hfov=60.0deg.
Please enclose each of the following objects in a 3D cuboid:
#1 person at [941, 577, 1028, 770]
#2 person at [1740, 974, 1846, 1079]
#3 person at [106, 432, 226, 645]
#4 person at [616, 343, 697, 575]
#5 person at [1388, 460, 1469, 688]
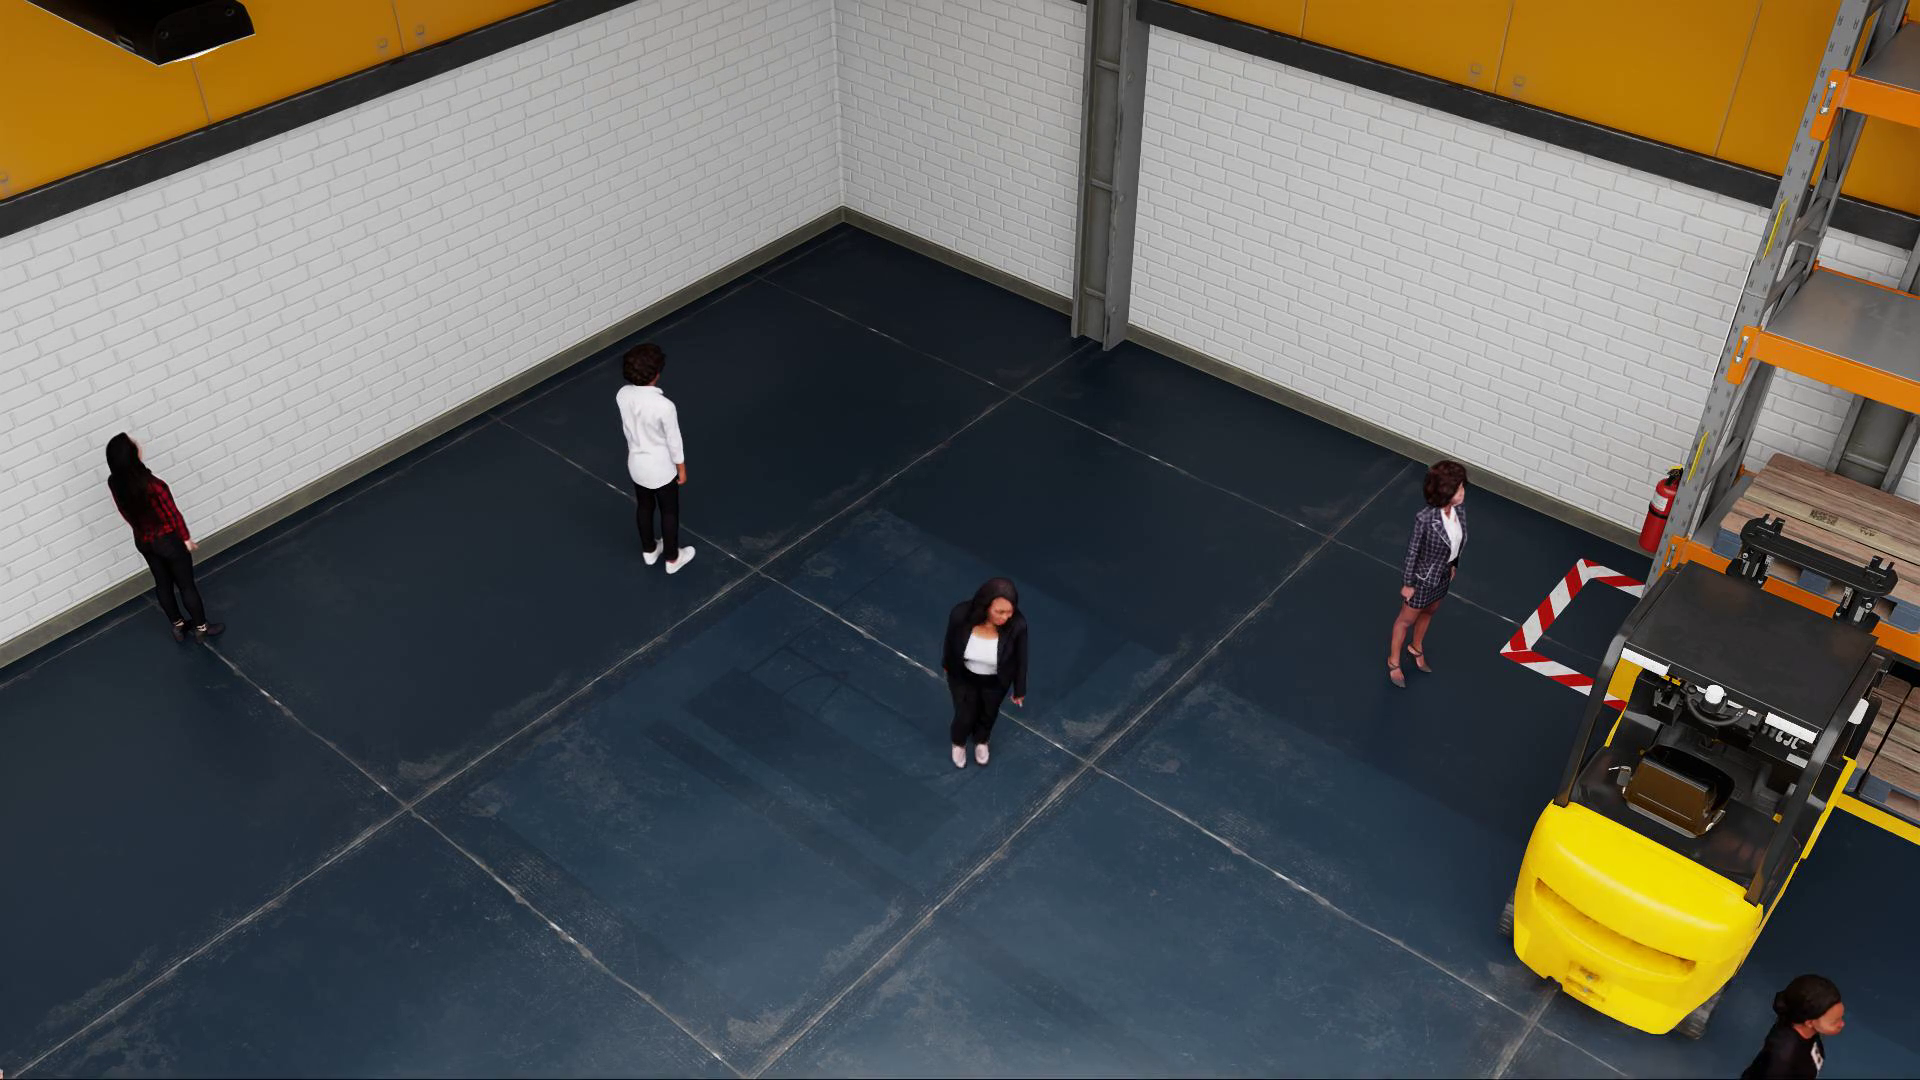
[{"bbox_3d":[0.114,0.783,10.084,0.825,1.570,0.890,7,39,9],"label":"person"},{"bbox_3d":[3.678,2.586,7.763,1.055,1.650,0.639,31,48,33],"label":"person"},{"bbox_3d":[-5.288,0.005,10.987,0.591,1.659,0.719,9,39,11],"label":"person"},{"bbox_3d":[-2.142,-0.557,11.573,0.572,1.807,0.729,17,42,20],"label":"person"},{"bbox_3d":[3.008,0.216,10.692,0.679,1.698,0.639,-23,44,-26],"label":"person"}]
